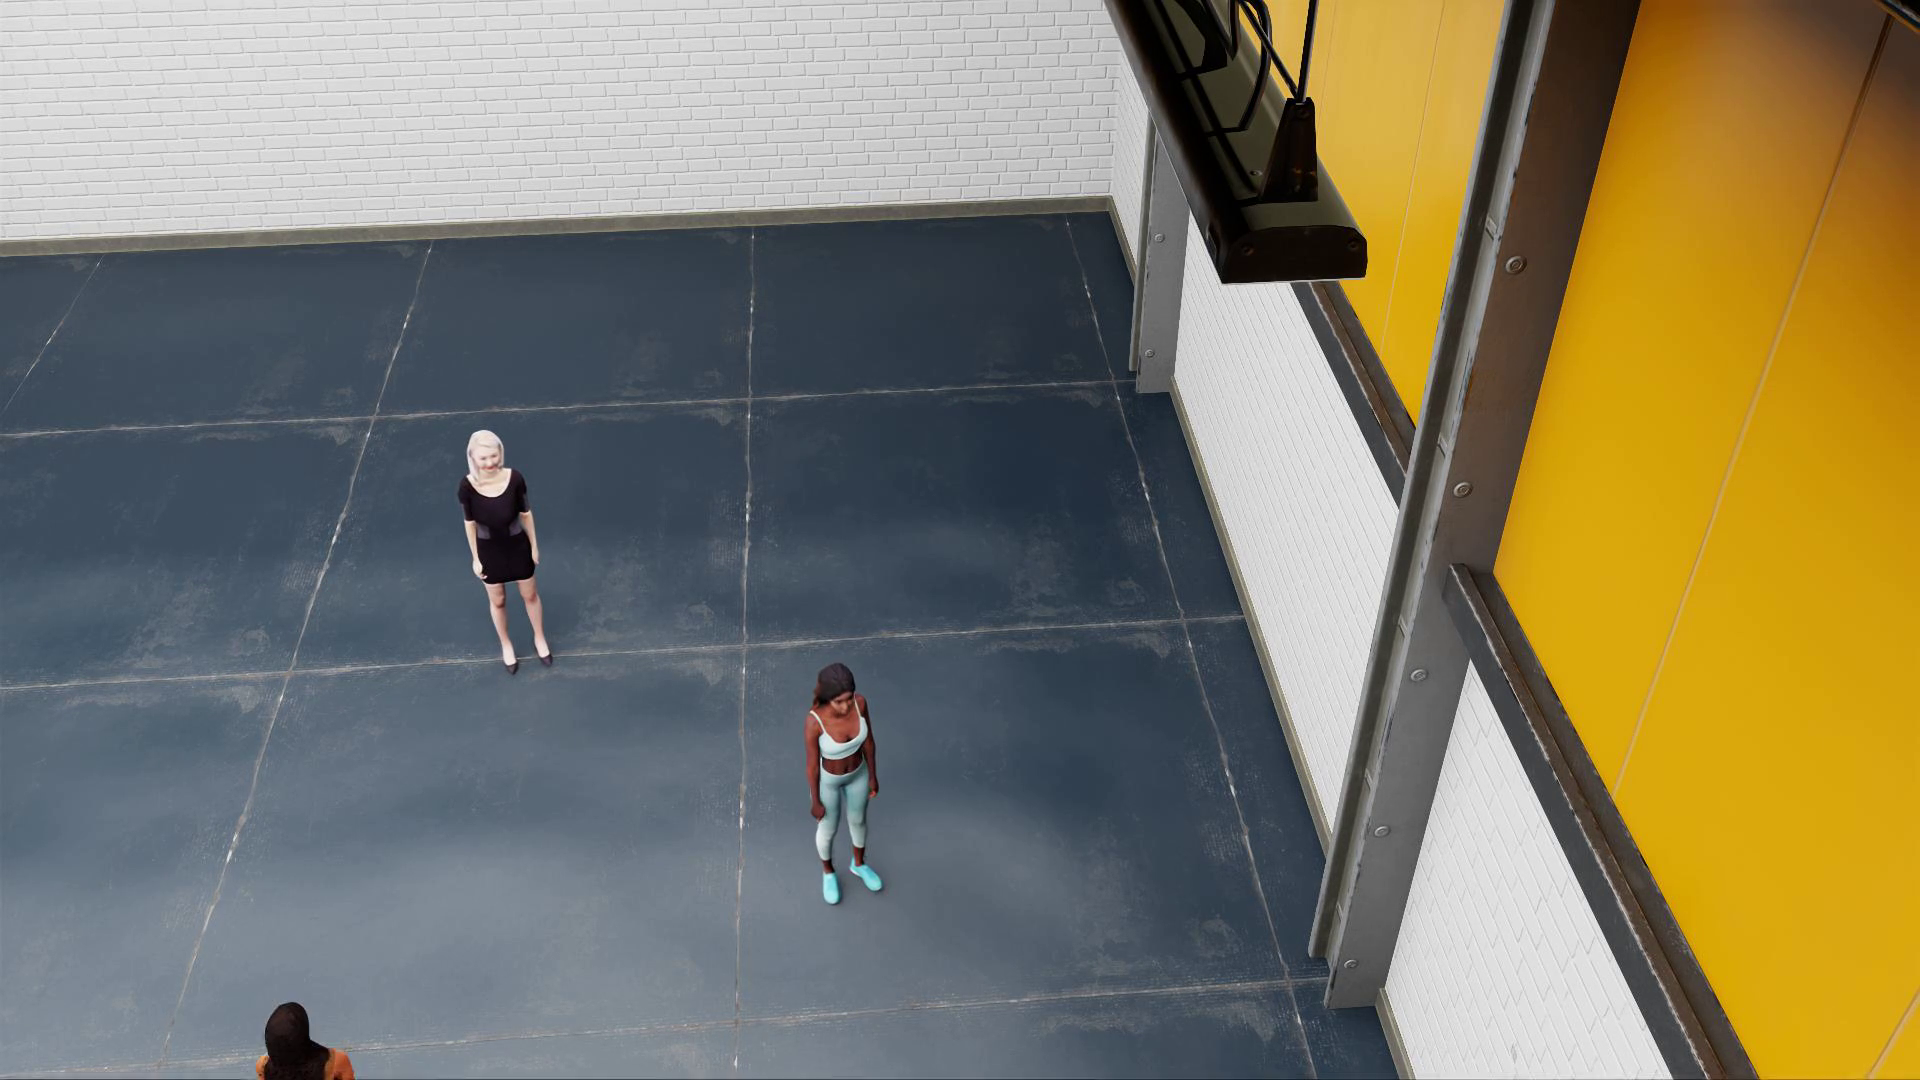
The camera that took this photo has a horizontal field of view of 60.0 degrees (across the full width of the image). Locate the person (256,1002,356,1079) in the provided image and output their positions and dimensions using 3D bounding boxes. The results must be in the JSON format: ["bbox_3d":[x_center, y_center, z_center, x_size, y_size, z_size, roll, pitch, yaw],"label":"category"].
[{"bbox_3d":[-2.831,2.697,7.407,0.567,1.660,1.035,-4,39,-5],"label":"person"}]

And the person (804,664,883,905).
[{"bbox_3d":[-0.655,1.311,9.091,0.644,1.724,0.655,-20,43,-23],"label":"person"}]

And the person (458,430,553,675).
[{"bbox_3d":[-2.896,0.070,10.559,0.623,1.832,0.581,-15,41,-17],"label":"person"}]
